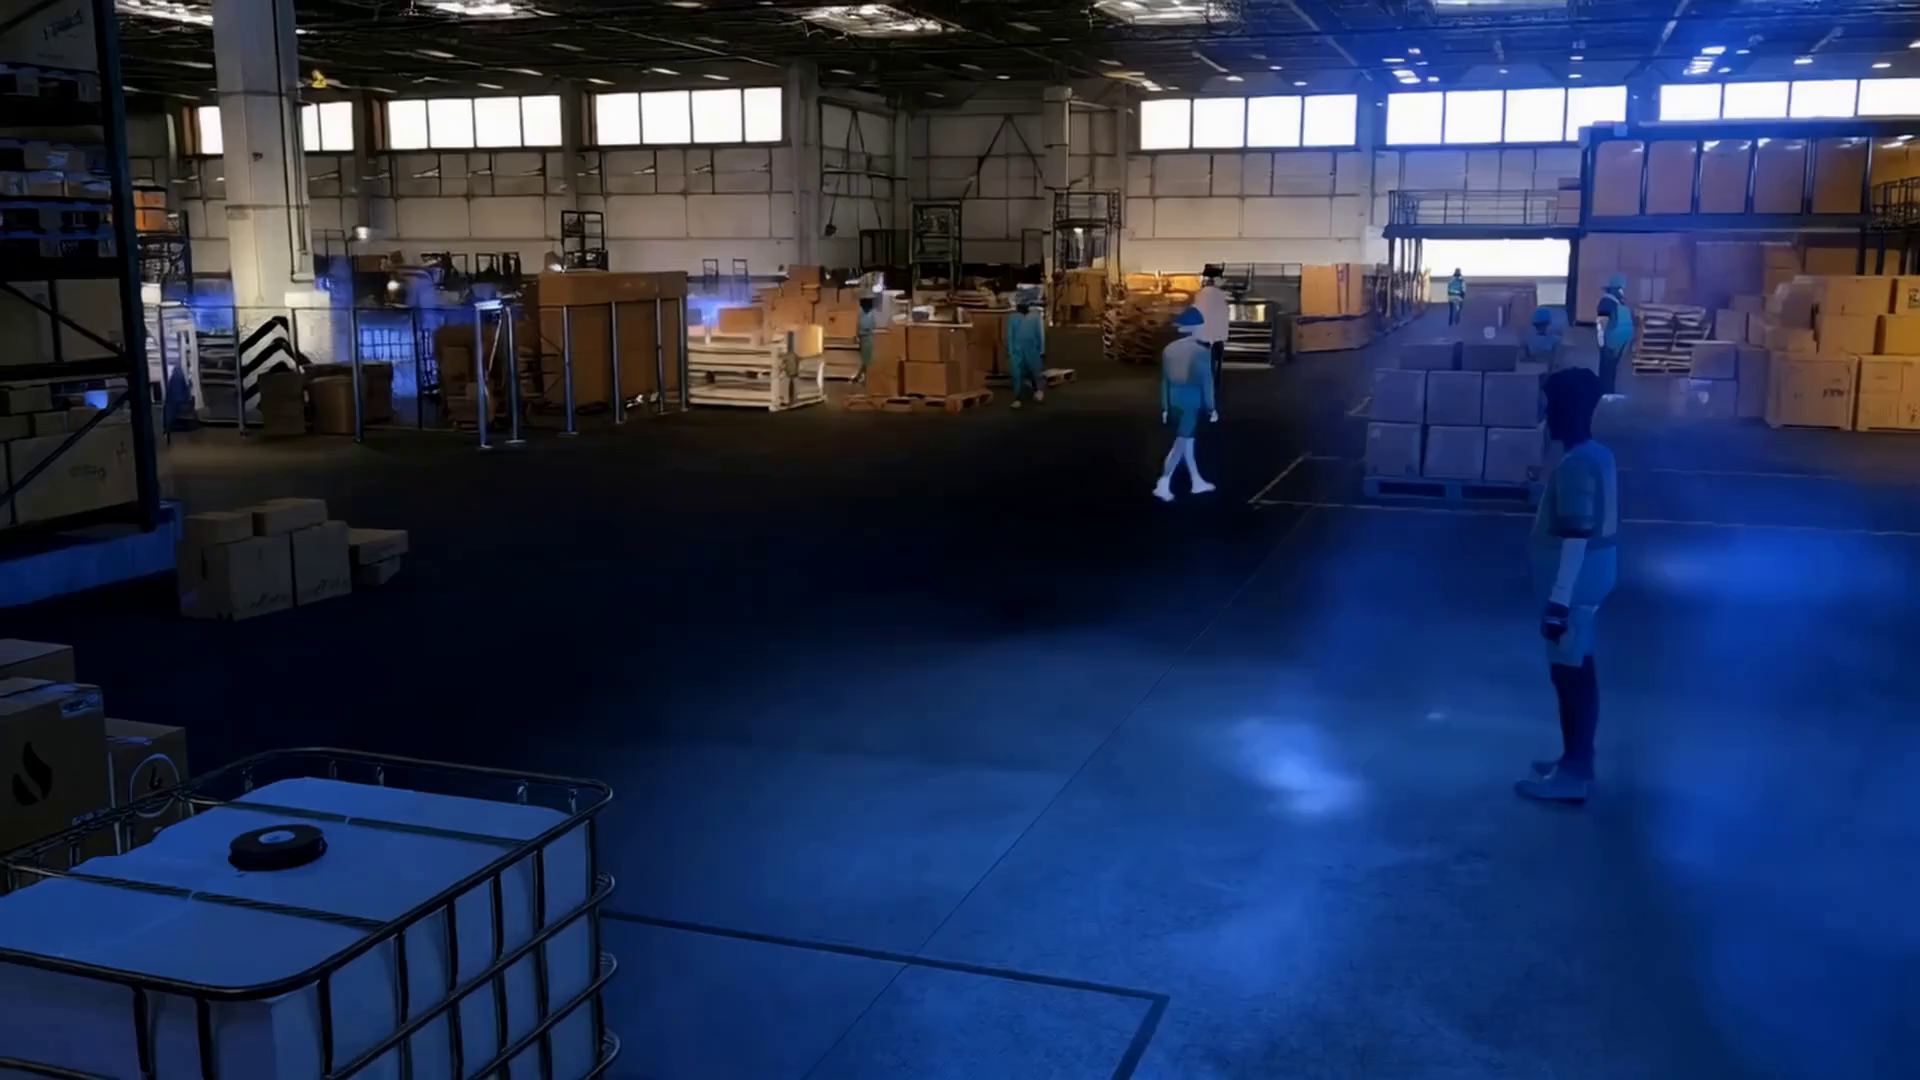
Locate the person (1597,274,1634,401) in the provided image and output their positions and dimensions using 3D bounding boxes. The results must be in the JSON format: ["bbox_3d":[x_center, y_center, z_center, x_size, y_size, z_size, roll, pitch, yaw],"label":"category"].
[{"bbox_3d":[10.548,-3.255,26.766,0.538,2.000,0.686,8,13,39],"label":"person"}]

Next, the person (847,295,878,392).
[{"bbox_3d":[-1.593,-3.199,27.445,0.597,1.681,0.537,4,11,22],"label":"person"}]

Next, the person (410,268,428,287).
[{"bbox_3d":[-19.597,-9.119,60.557,0.765,1.787,0.406,-4,11,-24],"label":"person"}]

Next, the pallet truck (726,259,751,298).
[{"bbox_3d":[-7.986,-9.493,62.019,0.823,1.965,1.885,3,11,17],"label":"pallet truck"}]

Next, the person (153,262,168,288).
[{"bbox_3d":[-27.644,-8.639,57.467,0.640,1.910,0.407,6,12,30],"label":"person"}]

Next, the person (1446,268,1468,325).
[{"bbox_3d":[13.907,-6.693,46.619,0.574,1.869,0.685,3,11,18],"label":"person"}]

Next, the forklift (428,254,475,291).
[{"bbox_3d":[-20.133,-10.254,65.465,1.157,1.987,2.680,3,11,19],"label":"forklift"}]

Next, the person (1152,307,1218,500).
[{"bbox_3d":[2.215,-1.346,16.455,0.998,1.900,0.540,-8,13,-38],"label":"person"}]

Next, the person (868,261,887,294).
[{"bbox_3d":[-2.668,-7.710,51.941,0.631,2.007,0.880,-8,13,-36],"label":"person"}]

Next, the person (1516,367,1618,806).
[{"bbox_3d":[2.743,0.207,7.483,0.366,1.962,0.614,6,12,31],"label":"person"}]

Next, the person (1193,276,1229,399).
[{"bbox_3d":[4.052,-3.274,26.997,0.608,1.997,0.375,1,10,5],"label":"person"}]

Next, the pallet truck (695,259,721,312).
[{"bbox_3d":[-9.165,-9.627,62.776,0.823,1.965,1.885,4,11,23],"label":"pallet truck"}]

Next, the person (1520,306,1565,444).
[{"bbox_3d":[7.183,-2.007,20.554,0.538,1.751,0.412,5,11,28],"label":"person"}]

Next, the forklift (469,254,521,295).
[{"bbox_3d":[-17.990,-10.121,64.684,1.157,1.987,2.680,3,11,17],"label":"forklift"}]

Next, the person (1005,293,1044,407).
[{"bbox_3d":[1.032,-2.992,26.074,0.617,1.777,0.966,2,10,12],"label":"person"}]
